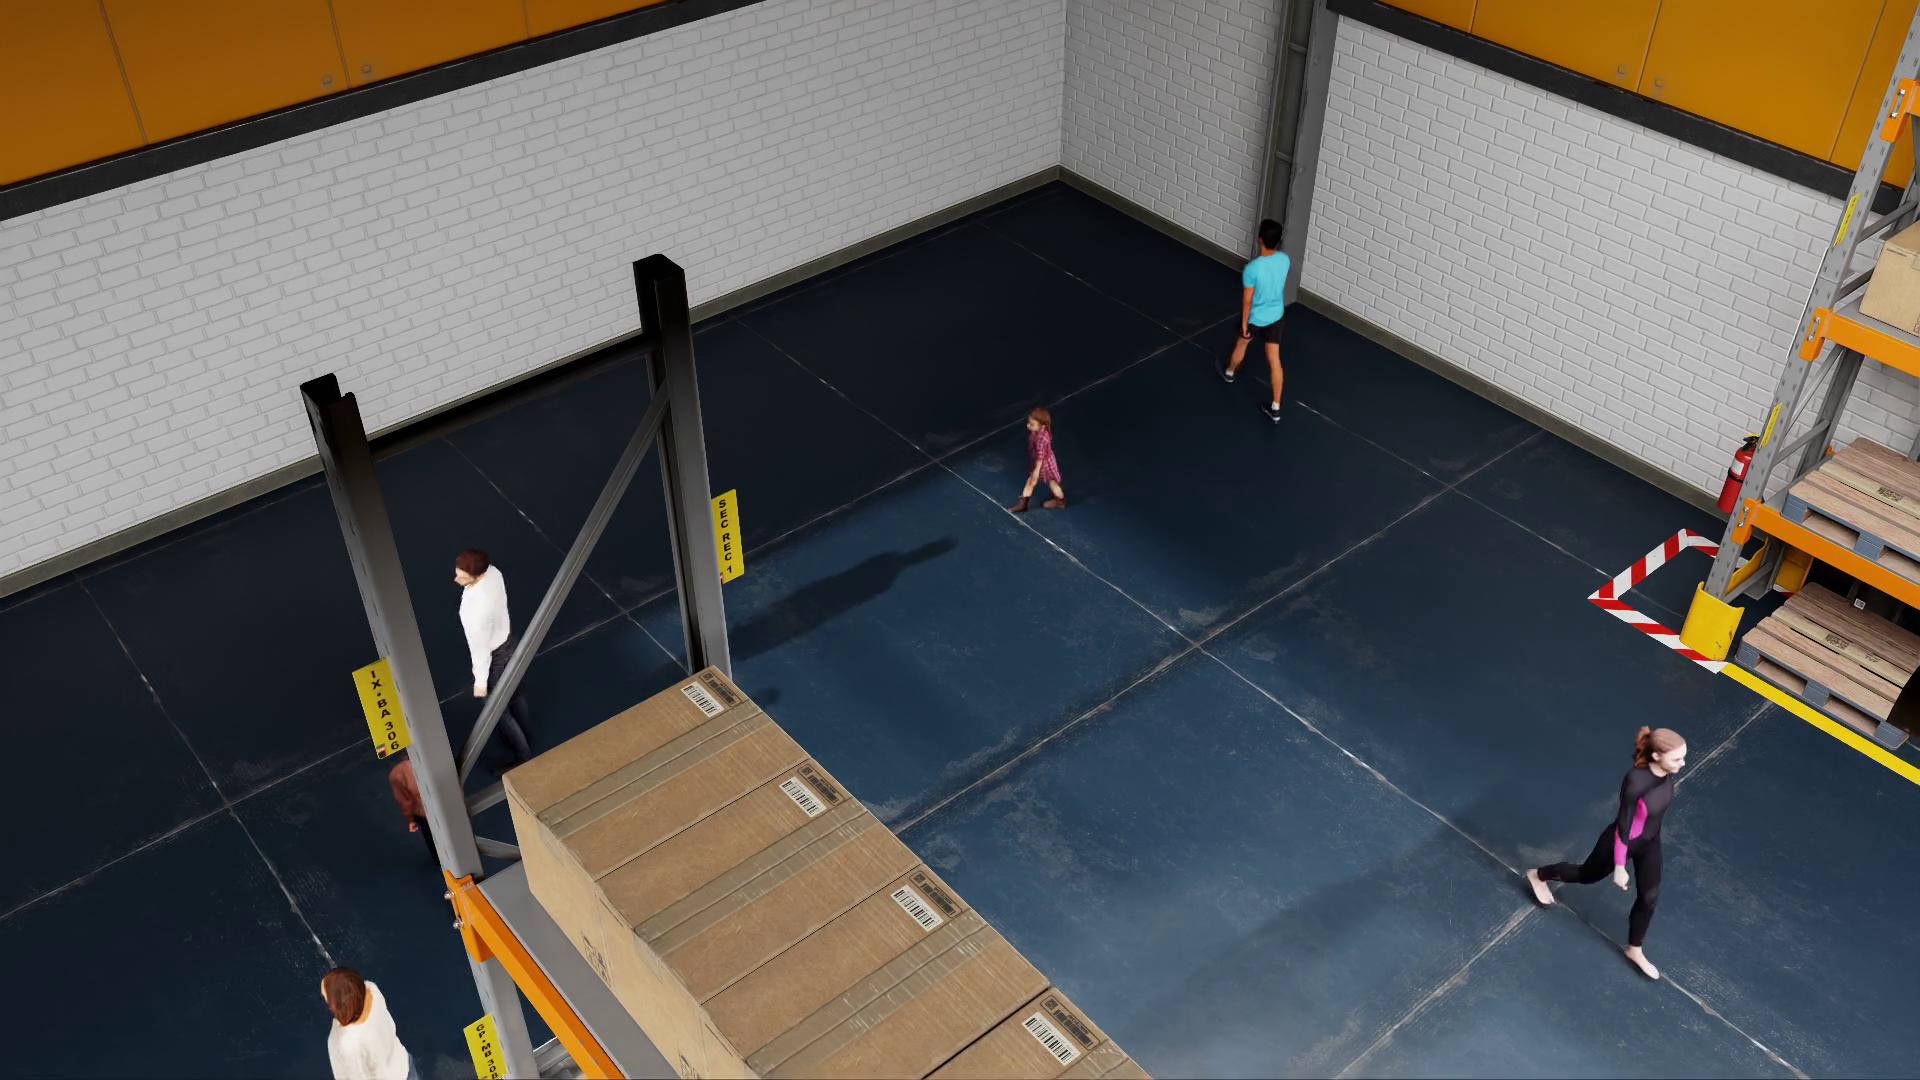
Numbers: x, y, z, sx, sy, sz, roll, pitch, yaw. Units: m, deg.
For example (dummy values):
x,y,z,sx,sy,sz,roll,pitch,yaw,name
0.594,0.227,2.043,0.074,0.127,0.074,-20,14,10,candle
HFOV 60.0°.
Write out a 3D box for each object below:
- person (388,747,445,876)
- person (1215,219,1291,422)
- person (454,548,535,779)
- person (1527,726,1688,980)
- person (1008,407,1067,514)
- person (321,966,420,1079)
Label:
x,y,z,sx,sy,sz,roll,pitch,yaw,name
-3.178,1.634,10.043,0.641,1.240,0.815,-14,41,-17,person
2.600,-1.803,13.961,0.905,1.722,1.241,-13,40,-16,person
-2.987,0.741,10.674,0.823,1.848,0.755,10,40,12,person
3.761,1.709,9.571,0.661,1.712,1.170,-21,43,-24,person
0.684,-0.631,13.071,0.678,1.001,0.711,-4,39,-6,person
-2.828,2.703,8.379,1.121,1.647,1.076,2,39,3,person
